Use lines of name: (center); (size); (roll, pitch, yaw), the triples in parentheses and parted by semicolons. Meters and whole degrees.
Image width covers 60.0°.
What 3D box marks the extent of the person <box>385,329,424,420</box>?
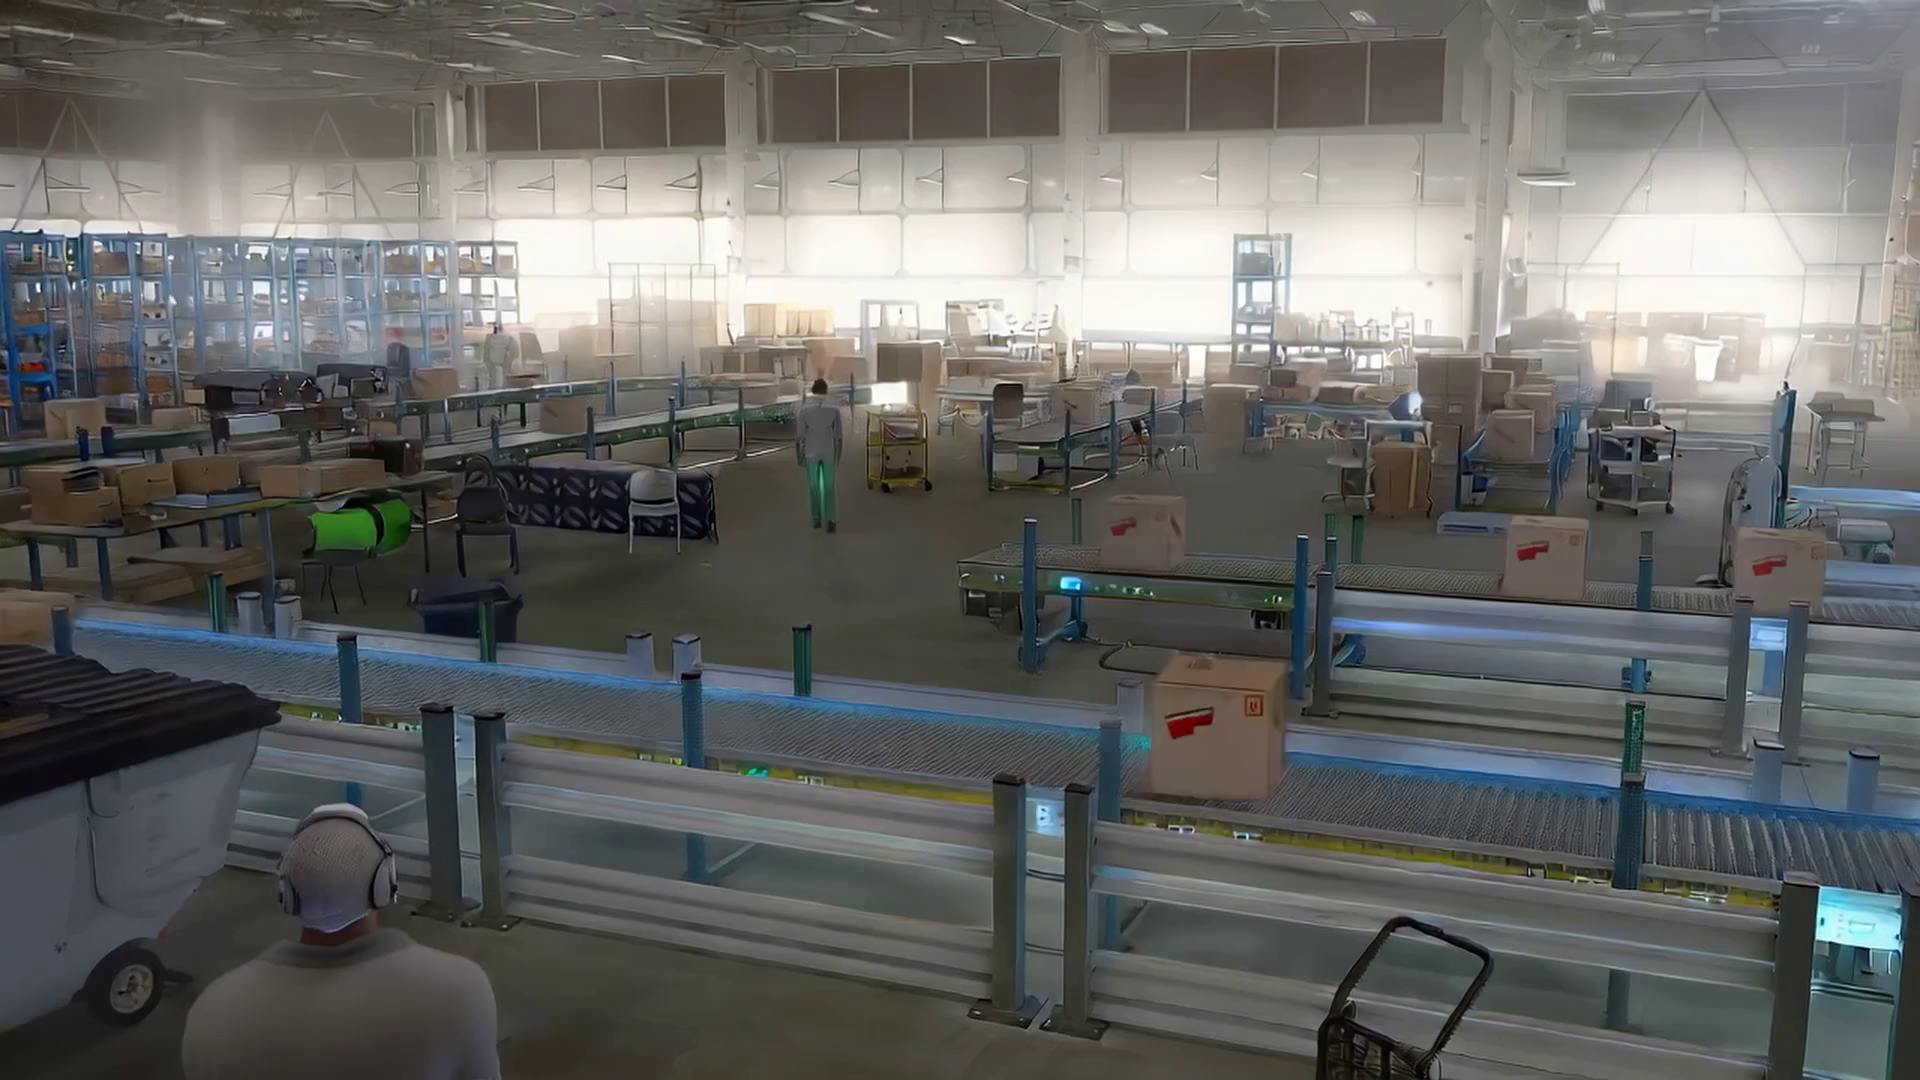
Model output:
person: (-11.052, -3.269, 32.869); (0.617, 1.773, 0.973); (6, 11, 32)

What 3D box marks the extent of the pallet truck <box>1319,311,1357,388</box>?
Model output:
pallet truck: (9.071, -4.419, 39.190); (0.823, 1.965, 1.885); (5, 10, 26)

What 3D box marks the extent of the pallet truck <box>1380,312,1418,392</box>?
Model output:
pallet truck: (10.207, -4.283, 38.369); (0.823, 1.965, 1.885); (3, 10, 20)

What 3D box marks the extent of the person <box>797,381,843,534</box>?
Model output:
person: (-1.591, -0.938, 18.905); (0.522, 1.724, 0.909); (-1, 9, -4)

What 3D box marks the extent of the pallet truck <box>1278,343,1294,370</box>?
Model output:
pallet truck: (7.886, -4.163, 39.743); (0.653, 1.274, 1.630); (4, 10, 22)

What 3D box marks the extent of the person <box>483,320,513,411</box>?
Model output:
person: (-9.687, -3.654, 34.825); (0.636, 1.911, 0.406); (1, 9, 6)

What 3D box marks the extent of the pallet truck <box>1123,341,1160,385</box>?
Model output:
pallet truck: (4.445, -4.380, 41.279); (0.680, 1.201, 1.601); (4, 10, 22)

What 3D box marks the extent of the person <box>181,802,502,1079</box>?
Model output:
person: (-1.304, 1.502, 3.614); (0.648, 1.903, 0.399); (-1, 9, -9)

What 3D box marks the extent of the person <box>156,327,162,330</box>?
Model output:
person: (-17.901, -4.011, 37.226); (0.579, 1.831, 0.396); (-7, 11, -35)

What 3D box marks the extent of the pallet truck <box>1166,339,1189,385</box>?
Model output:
pallet truck: (5.418, -4.269, 40.420); (0.704, 1.261, 1.522); (3, 10, 20)

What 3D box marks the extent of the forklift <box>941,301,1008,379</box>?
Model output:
forklift: (0.365, -4.966, 41.571); (1.157, 1.987, 2.680); (3, 10, 20)

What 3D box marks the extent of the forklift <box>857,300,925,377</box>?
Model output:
forklift: (-1.732, -5.109, 42.468); (1.157, 1.987, 2.680); (4, 10, 22)
